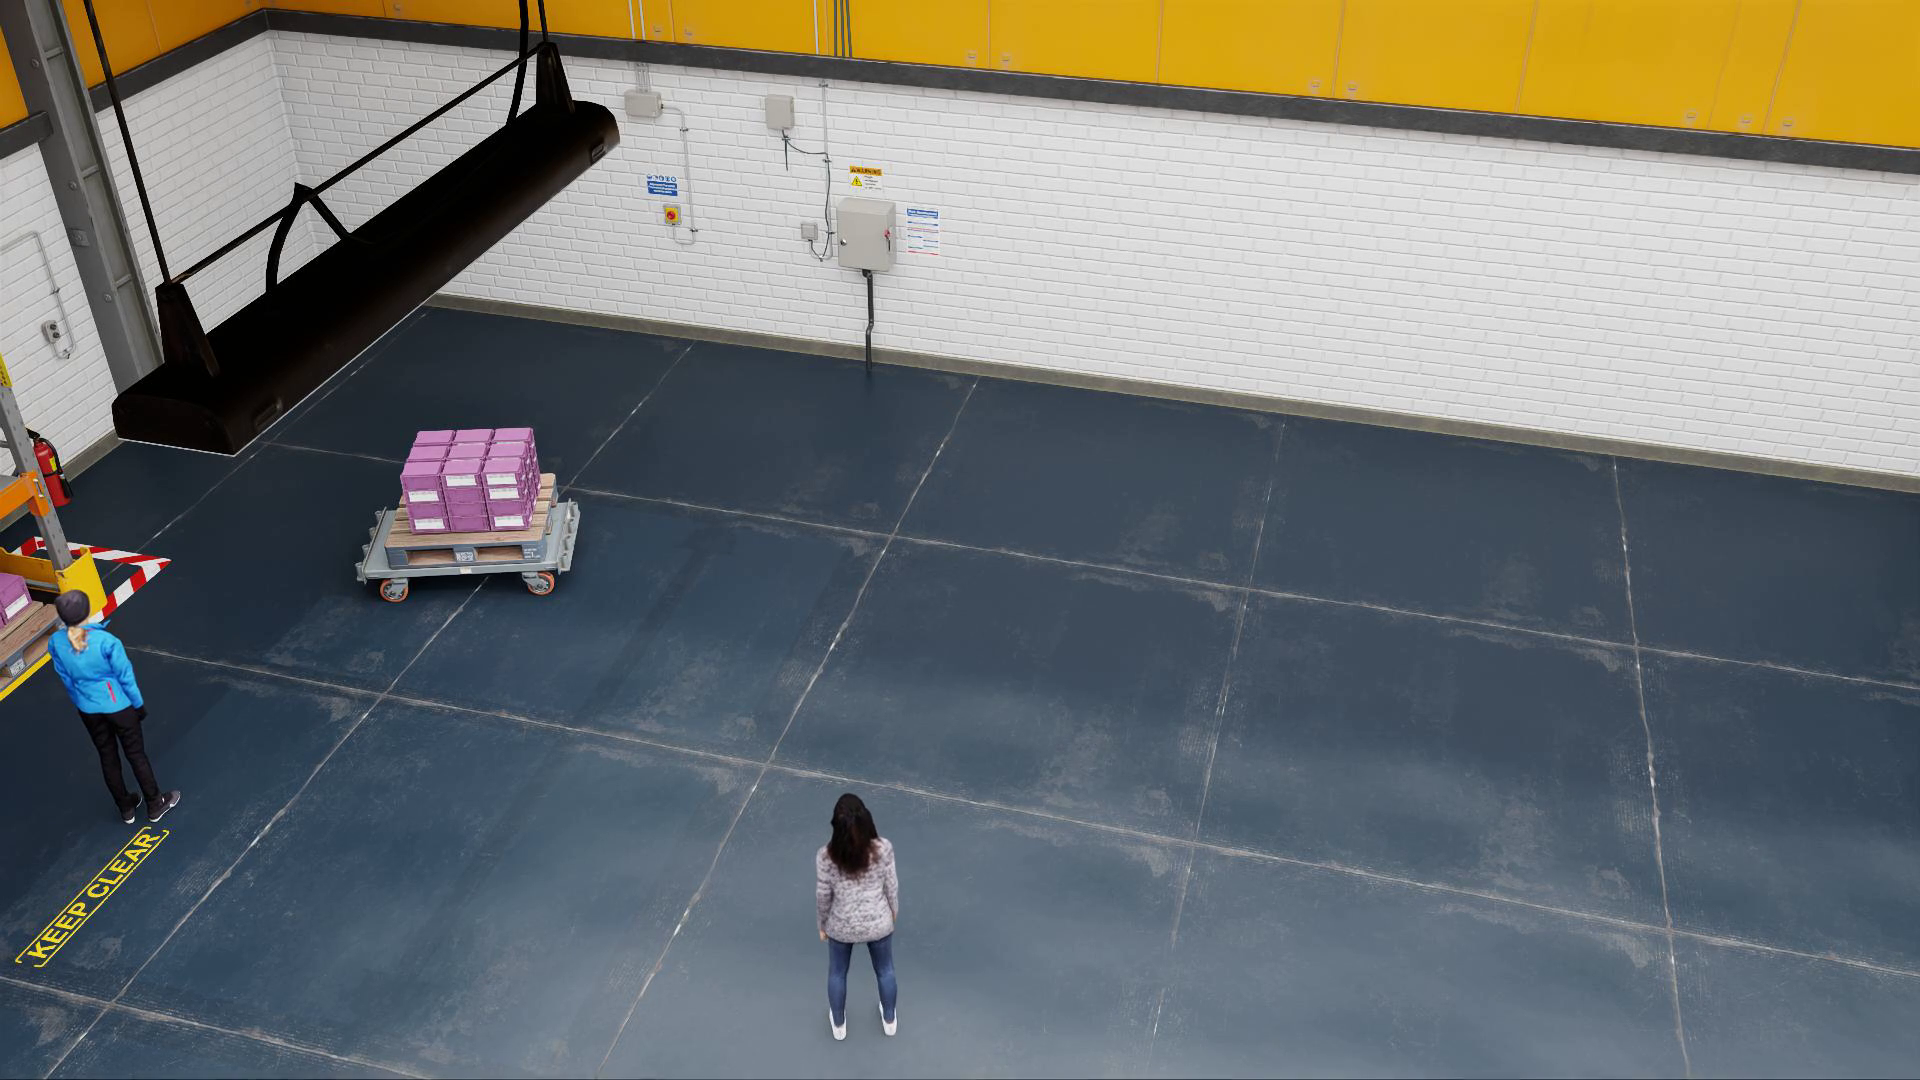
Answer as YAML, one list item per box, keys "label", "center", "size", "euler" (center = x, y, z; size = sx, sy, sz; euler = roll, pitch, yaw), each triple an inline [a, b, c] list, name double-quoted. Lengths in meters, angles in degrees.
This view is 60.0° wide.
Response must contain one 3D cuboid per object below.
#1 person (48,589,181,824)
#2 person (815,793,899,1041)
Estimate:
- label: "person"
  center: [-5.488, 1.079, 10.709]
  size: [0.658, 1.796, 0.594]
  euler: [1, 34, 2]
- label: "person"
  center: [-0.565, 2.100, 9.234]
  size: [0.671, 1.728, 0.639]
  euler: [-3, 34, -5]
